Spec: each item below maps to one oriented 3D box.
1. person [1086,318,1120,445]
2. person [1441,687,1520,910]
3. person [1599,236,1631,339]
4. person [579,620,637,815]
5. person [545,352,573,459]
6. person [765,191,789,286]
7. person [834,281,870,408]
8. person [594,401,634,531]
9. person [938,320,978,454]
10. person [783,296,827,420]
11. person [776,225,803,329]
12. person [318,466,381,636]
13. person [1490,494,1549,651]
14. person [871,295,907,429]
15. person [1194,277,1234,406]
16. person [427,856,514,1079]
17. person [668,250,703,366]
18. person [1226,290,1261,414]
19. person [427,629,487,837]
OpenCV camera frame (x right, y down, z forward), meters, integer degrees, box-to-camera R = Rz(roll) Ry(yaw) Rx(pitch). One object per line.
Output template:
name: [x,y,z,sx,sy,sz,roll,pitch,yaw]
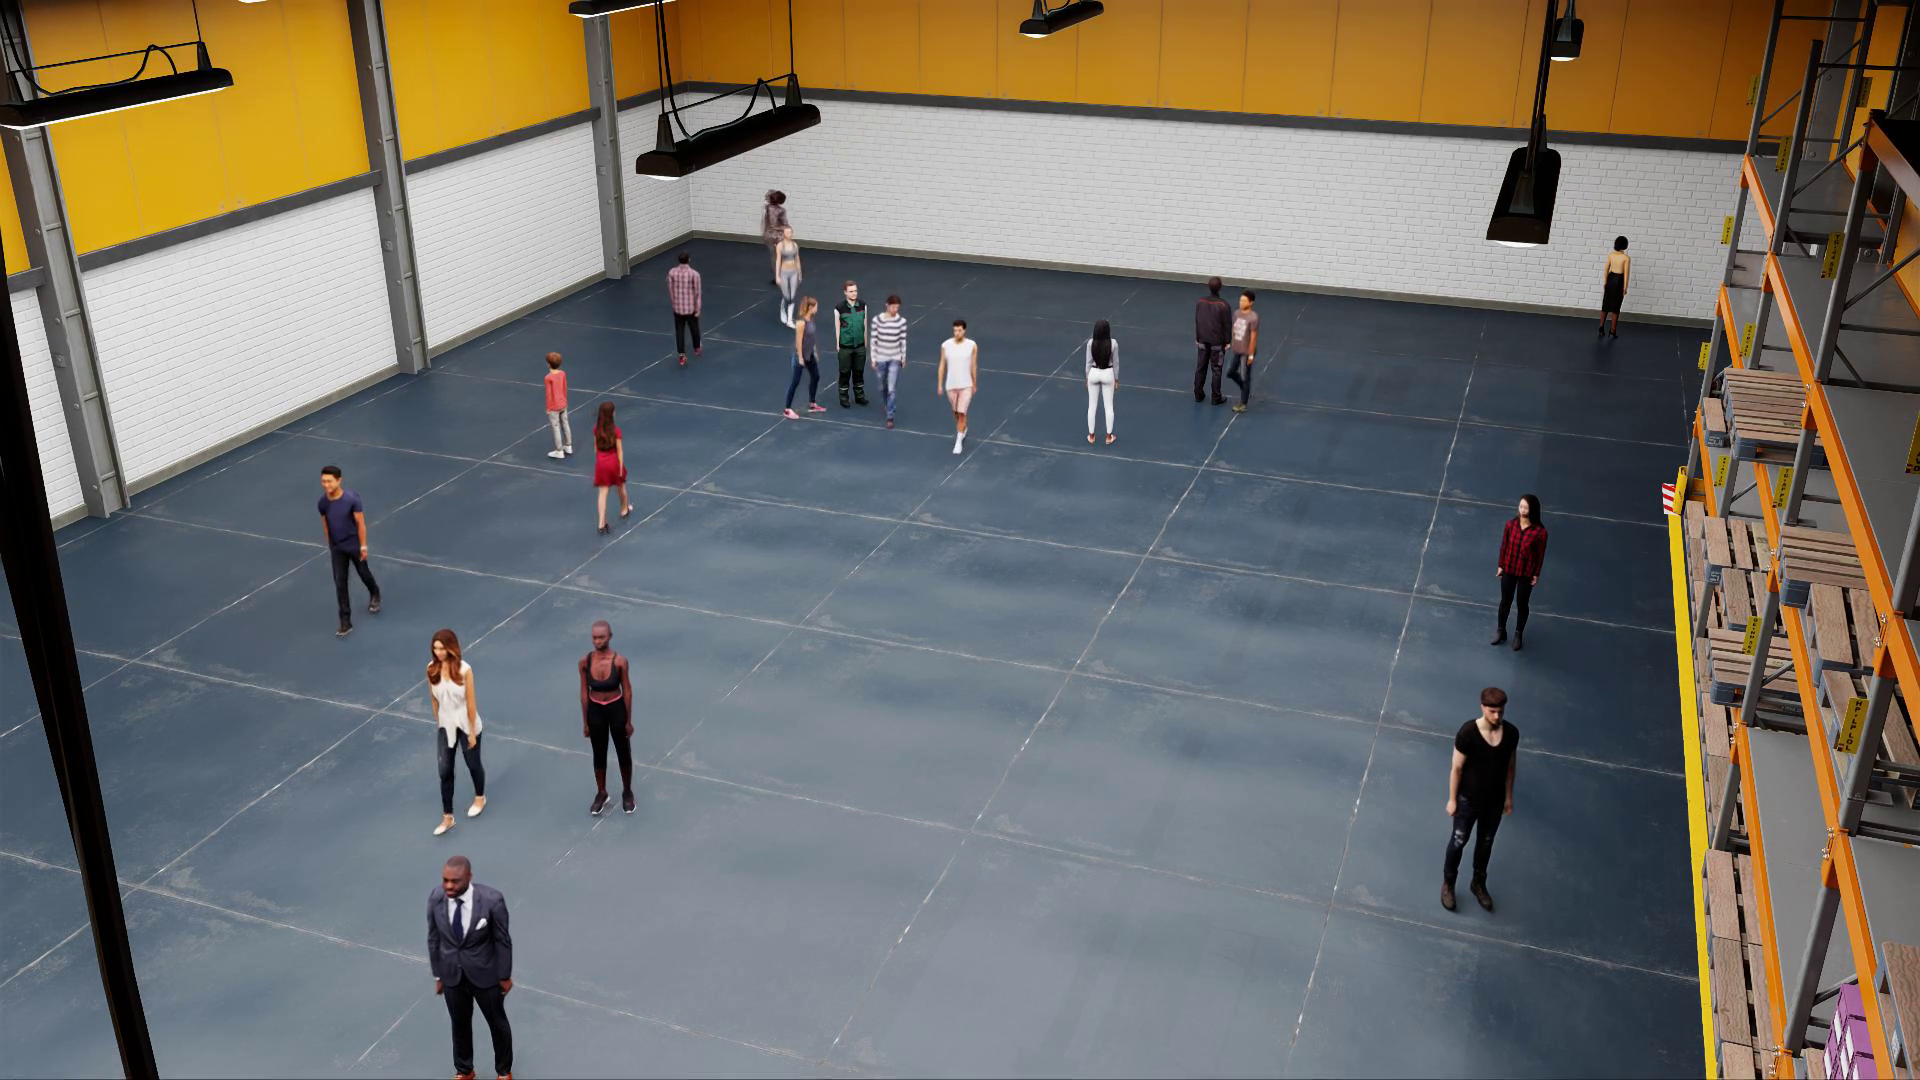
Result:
person: [1.896,-2.140,22.276,0.630,1.724,0.577,4,24,9]
person: [3.971,1.948,12.714,0.746,1.894,0.720,-2,24,-5]
person: [10.559,-4.086,26.817,0.696,1.653,0.659,-16,28,-33]
person: [-2.950,1.471,13.975,0.650,1.757,0.651,-1,24,-1]
person: [-5.292,-1.784,21.845,0.610,1.417,0.474,13,27,27]
person: [-3.326,-5.411,29.798,0.664,1.693,0.612,1,24,2]
person: [-1.544,-2.801,23.644,0.709,1.840,0.774,-11,26,-24]
person: [-4.169,-0.851,19.585,0.702,1.519,1.084,3,24,8]
person: [0.009,-2.085,22.122,0.759,1.748,1.172,5,24,11]
person: [-2.230,-2.564,23.277,0.677,1.700,0.681,14,27,29]
person: [-2.857,-4.343,27.349,0.753,1.697,0.811,-14,27,-28]
person: [-6.302,0.038,17.253,0.903,1.757,1.214,1,24,1]
person: [5.640,0.306,16.766,0.639,1.657,0.598,16,28,32]
person: [-1.000,-2.525,23.044,0.866,1.815,1.183,2,24,4]
person: [3.597,-2.854,23.768,0.777,1.838,0.665,15,28,31]
person: [-3.171,2.817,10.812,0.756,1.824,0.717,1,24,2]
person: [-4.231,-3.520,25.452,0.914,1.709,1.212,1,24,2]
person: [4.073,-2.679,23.453,0.846,1.769,0.798,-16,28,-32]
person: [-4.124,1.518,13.860,0.700,1.763,0.928,3,24,7]
